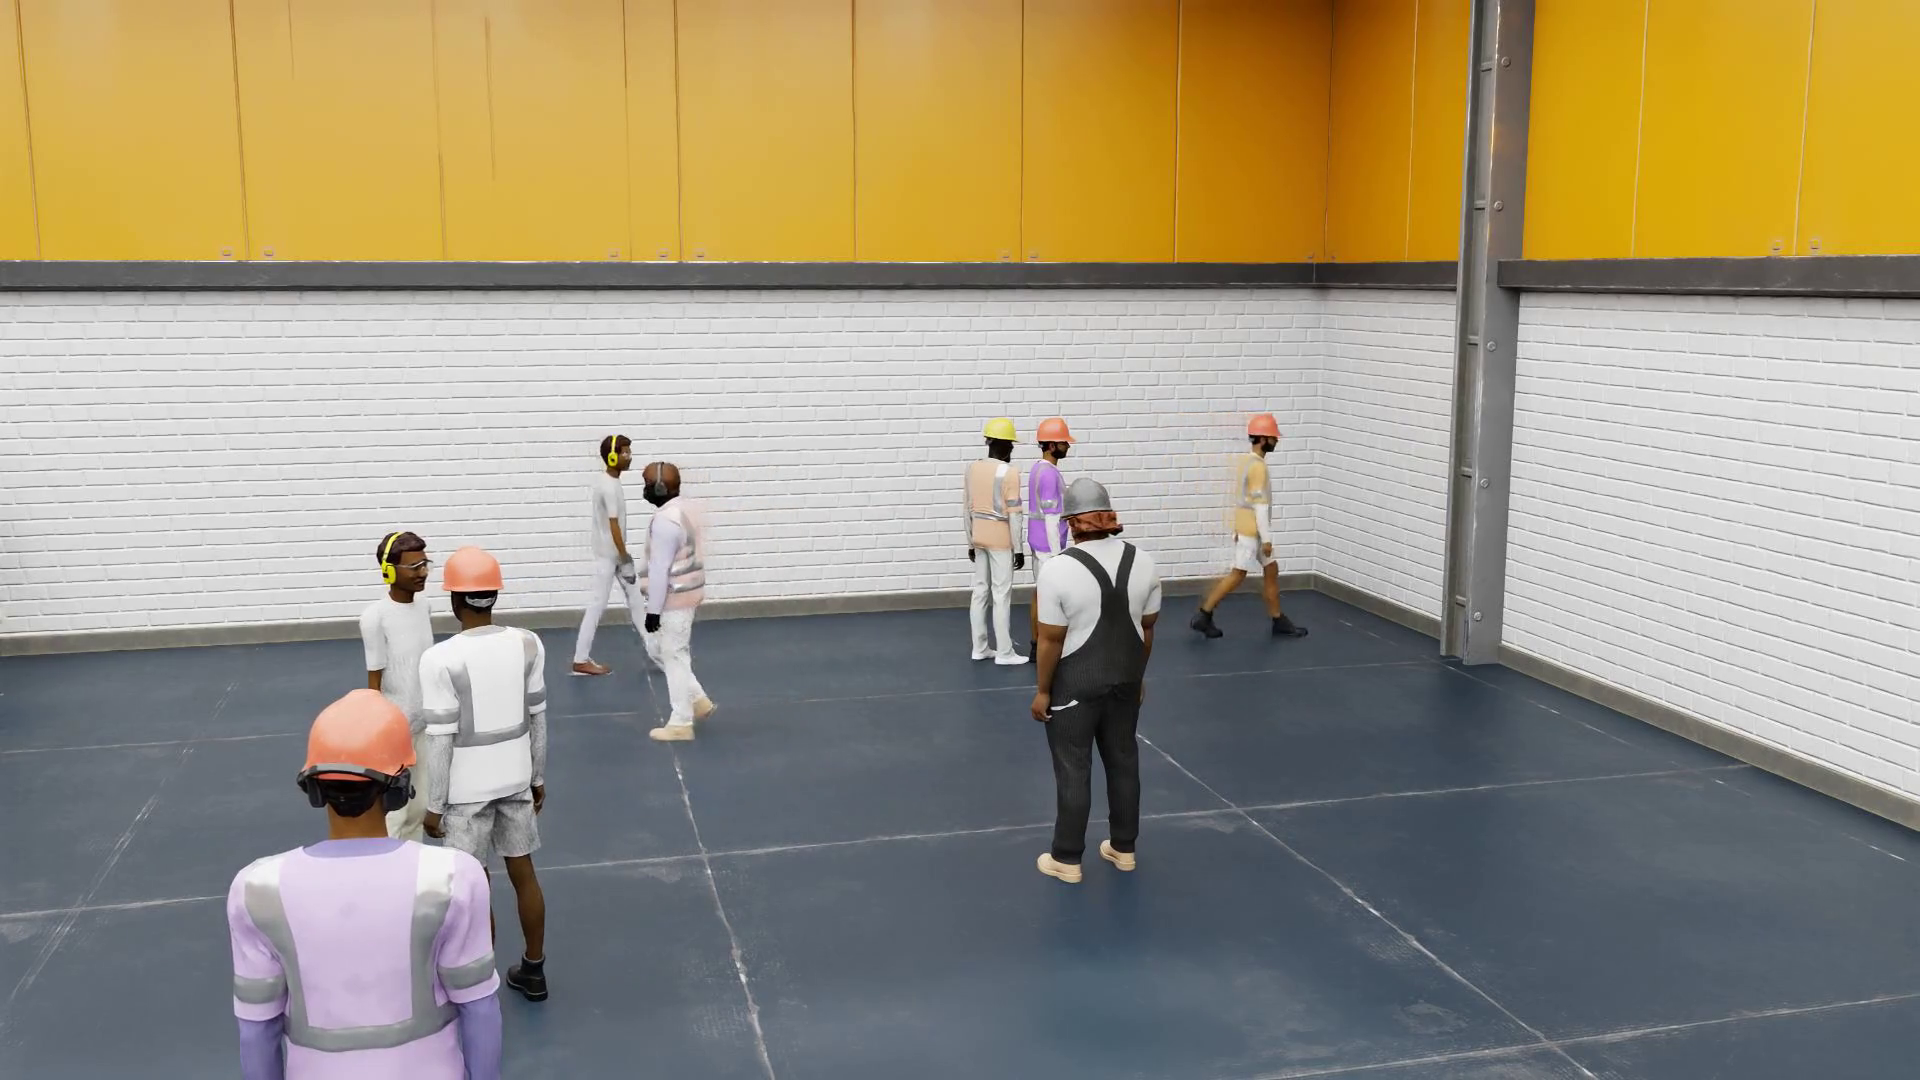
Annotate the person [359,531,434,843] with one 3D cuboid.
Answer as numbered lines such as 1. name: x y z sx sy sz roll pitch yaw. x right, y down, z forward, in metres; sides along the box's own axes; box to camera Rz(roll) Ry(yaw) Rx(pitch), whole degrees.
1. person: -2.539 0.882 7.663 0.323 1.865 0.518 2 9 12

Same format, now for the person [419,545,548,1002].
1. person: -1.952 0.984 6.799 0.376 1.935 0.550 8 12 42

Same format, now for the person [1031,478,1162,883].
1. person: 0.630 0.683 8.360 0.676 2.000 0.536 -5 10 -27

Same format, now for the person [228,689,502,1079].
1. person: -1.424 1.369 4.071 0.607 2.044 0.376 -2 9 -10

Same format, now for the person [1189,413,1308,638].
1. person: 2.378 -0.106 13.770 0.986 1.896 0.562 1 9 4

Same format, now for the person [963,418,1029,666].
1. person: 0.278 0.015 12.904 0.383 1.921 0.585 -8 12 -42

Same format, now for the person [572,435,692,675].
1. person: -2.506 0.123 12.509 0.946 1.820 0.562 -1 9 -8

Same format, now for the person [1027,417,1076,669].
1. person: 0.701 0.027 12.768 0.360 1.939 0.543 -1 9 -8

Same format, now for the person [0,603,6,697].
1. person: -7.023 0.231 11.772 0.385 1.852 0.553 -2 9 -9

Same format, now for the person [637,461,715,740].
1. person: -1.874 0.401 10.798 0.437 1.830 0.643 0 9 -2
